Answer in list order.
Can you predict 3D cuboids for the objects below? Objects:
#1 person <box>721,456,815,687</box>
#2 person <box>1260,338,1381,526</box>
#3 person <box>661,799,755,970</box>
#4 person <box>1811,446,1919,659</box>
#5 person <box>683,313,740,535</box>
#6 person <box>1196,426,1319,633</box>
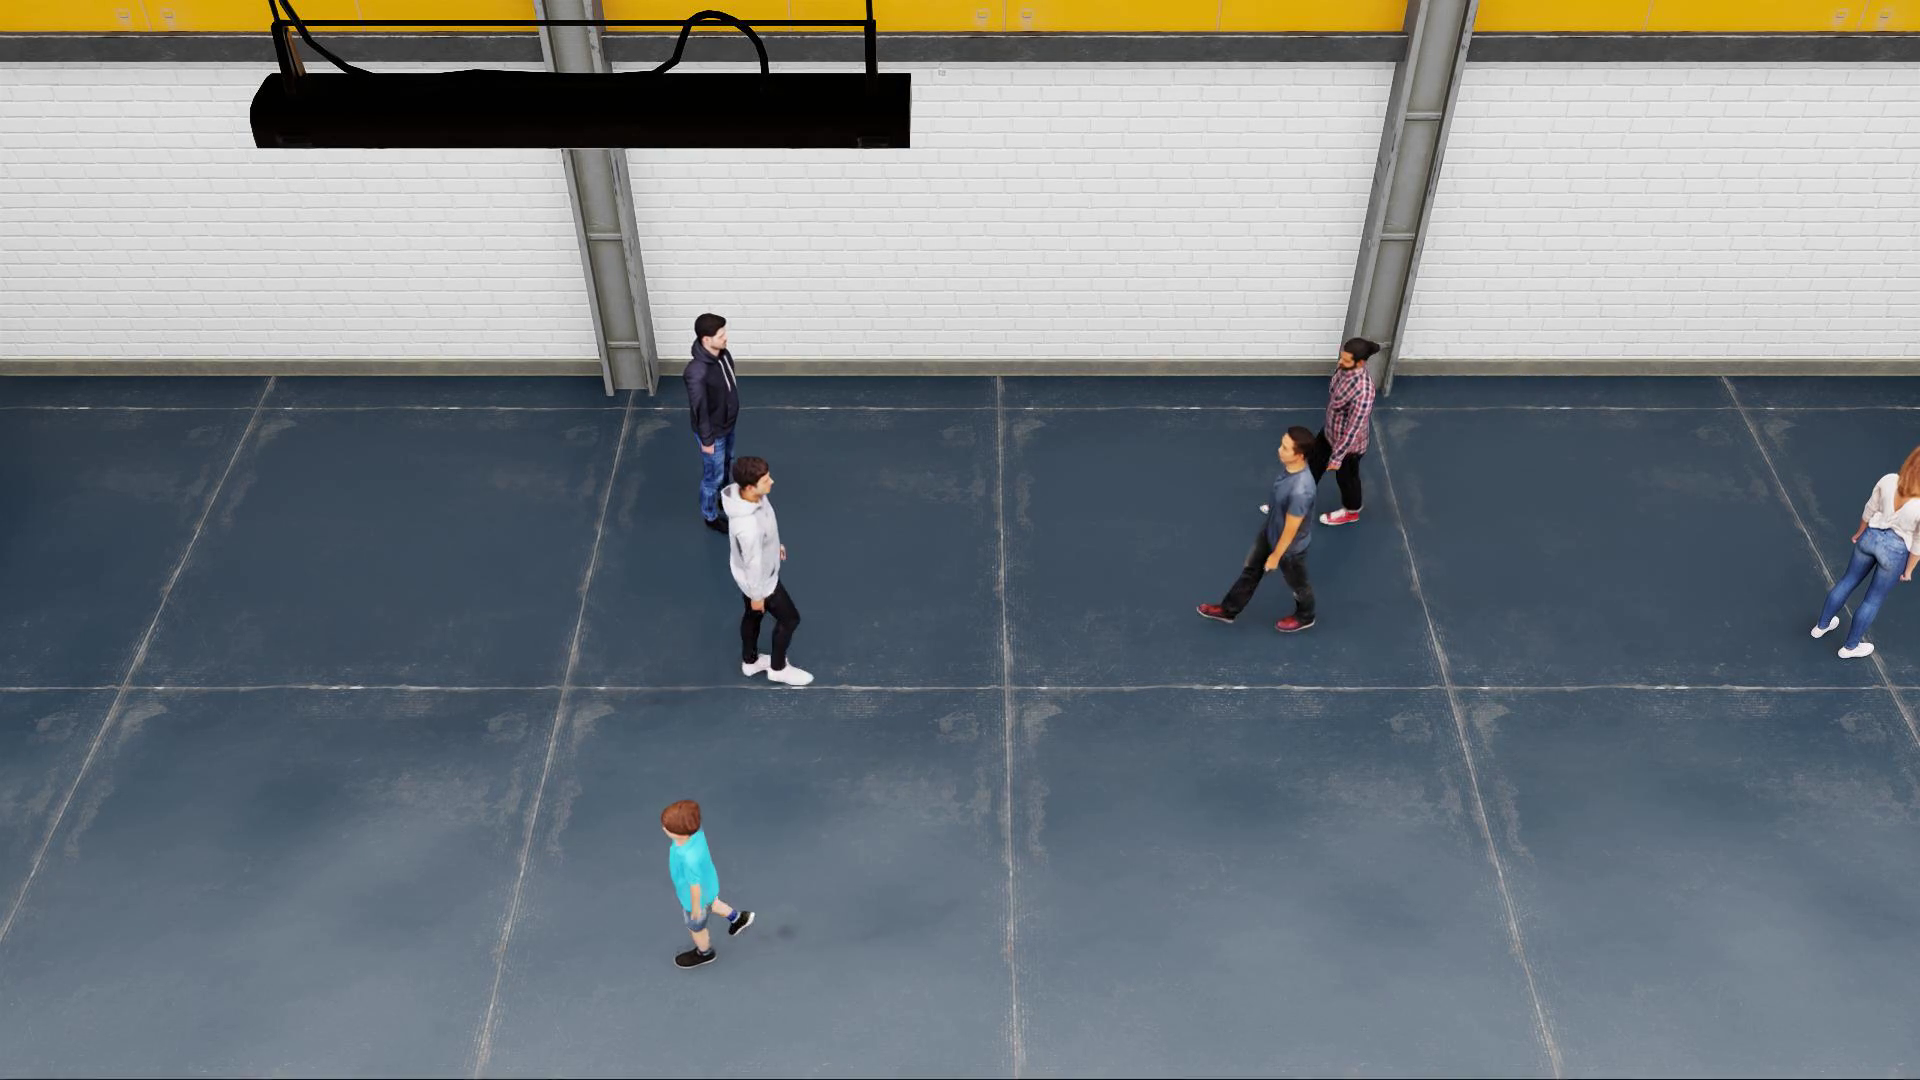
[{"bbox_3d":[-1.396,0.220,10.718,0.764,1.914,0.757,-9,44,-10],"label":"person"},{"bbox_3d":[2.817,-0.754,11.870,1.036,1.735,0.823,-7,44,-7],"label":"person"},{"bbox_3d":[-1.413,1.899,9.298,0.747,1.441,0.593,-7,44,-7],"label":"person"},{"bbox_3d":[6.112,0.067,11.012,0.673,1.729,0.684,-20,47,-20],"label":"person"},{"bbox_3d":[-1.763,-0.854,11.864,0.655,1.888,0.710,9,44,9],"label":"person"},{"bbox_3d":[2.265,-0.030,11.078,1.087,1.778,0.756,-6,44,-6],"label":"person"}]
